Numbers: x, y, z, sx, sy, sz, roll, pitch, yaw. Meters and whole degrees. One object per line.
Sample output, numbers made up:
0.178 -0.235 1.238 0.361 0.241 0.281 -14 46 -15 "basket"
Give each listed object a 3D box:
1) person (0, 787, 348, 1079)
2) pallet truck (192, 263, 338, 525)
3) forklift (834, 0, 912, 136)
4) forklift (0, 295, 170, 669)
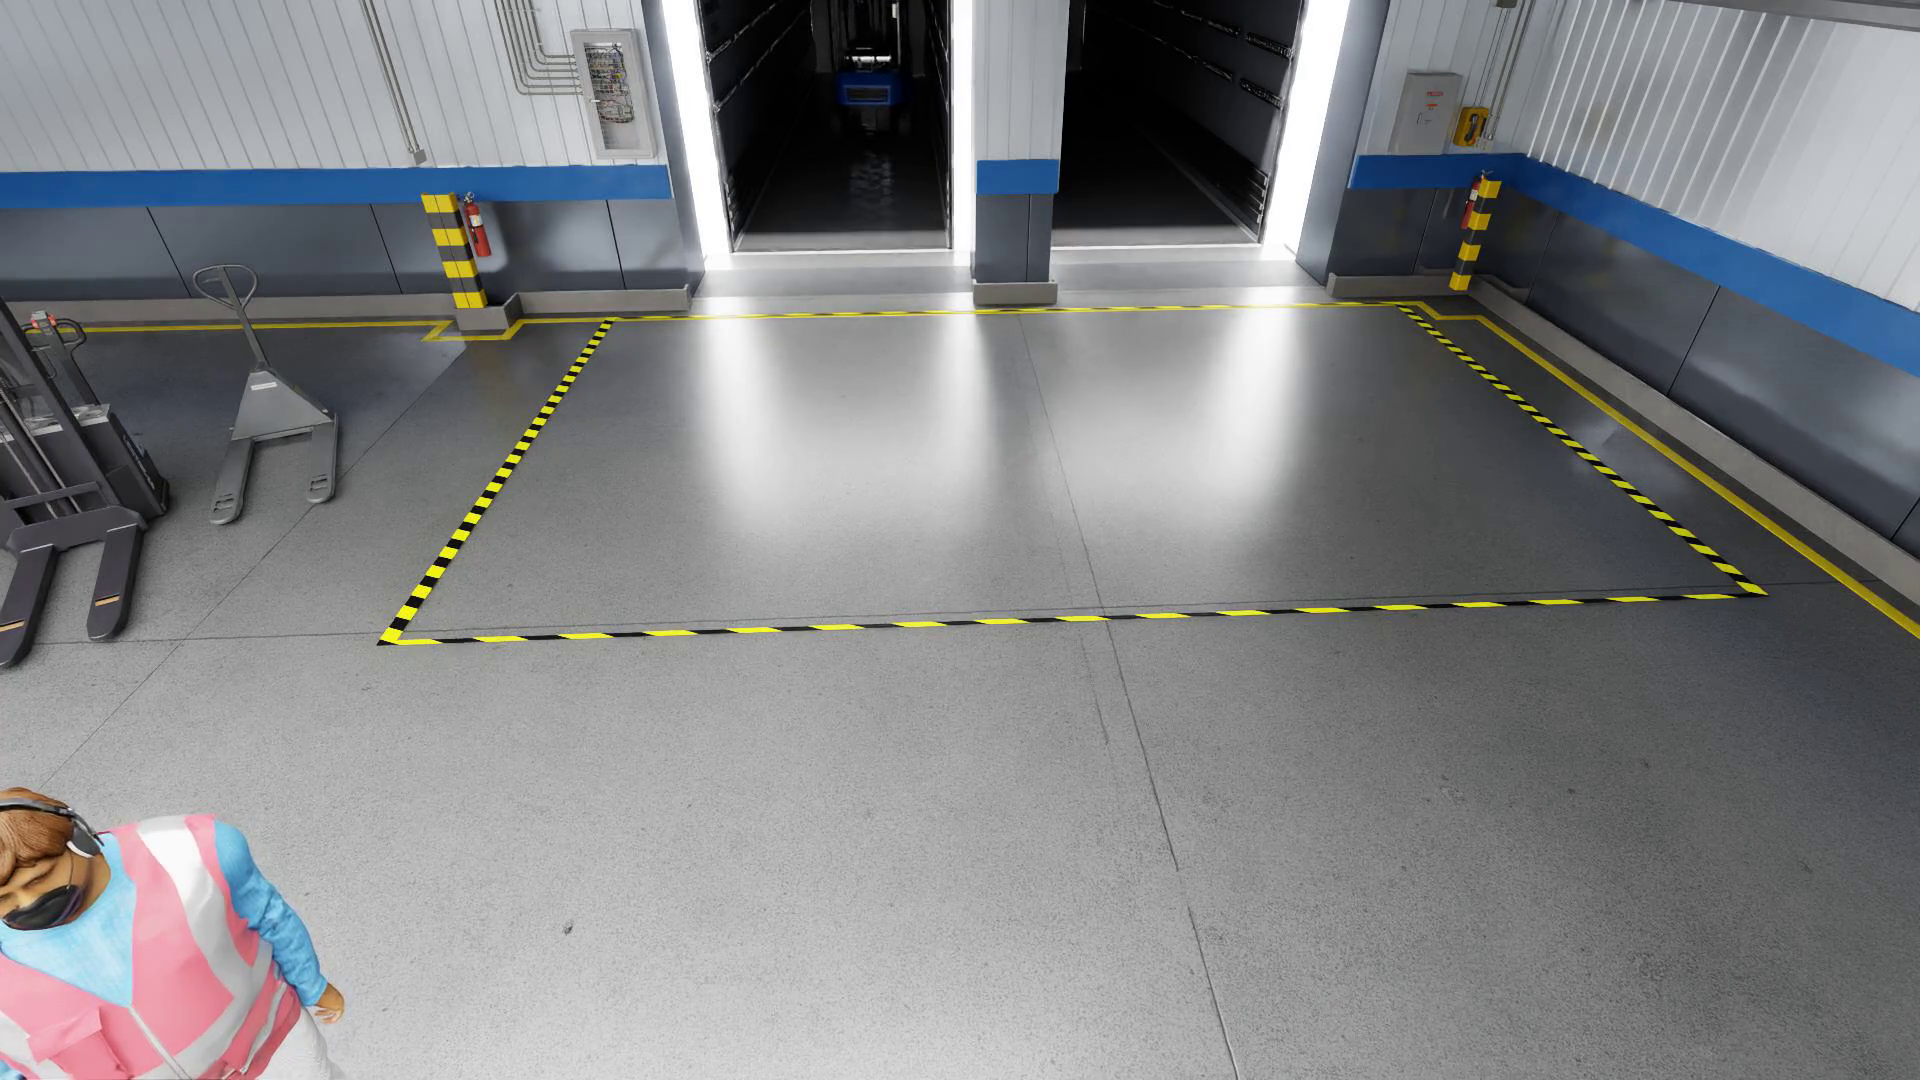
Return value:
-1.895 1.283 2.281 0.430 1.845 0.618 27 43 33 "person"
-4.778 -1.027 6.128 0.680 1.201 1.601 -17 38 -23 "pallet truck"
-1.451 -8.093 15.307 1.157 2.036 2.680 0 35 0 "forklift"
-5.212 -0.618 4.878 0.823 1.965 1.885 -20 39 -26 "forklift"
